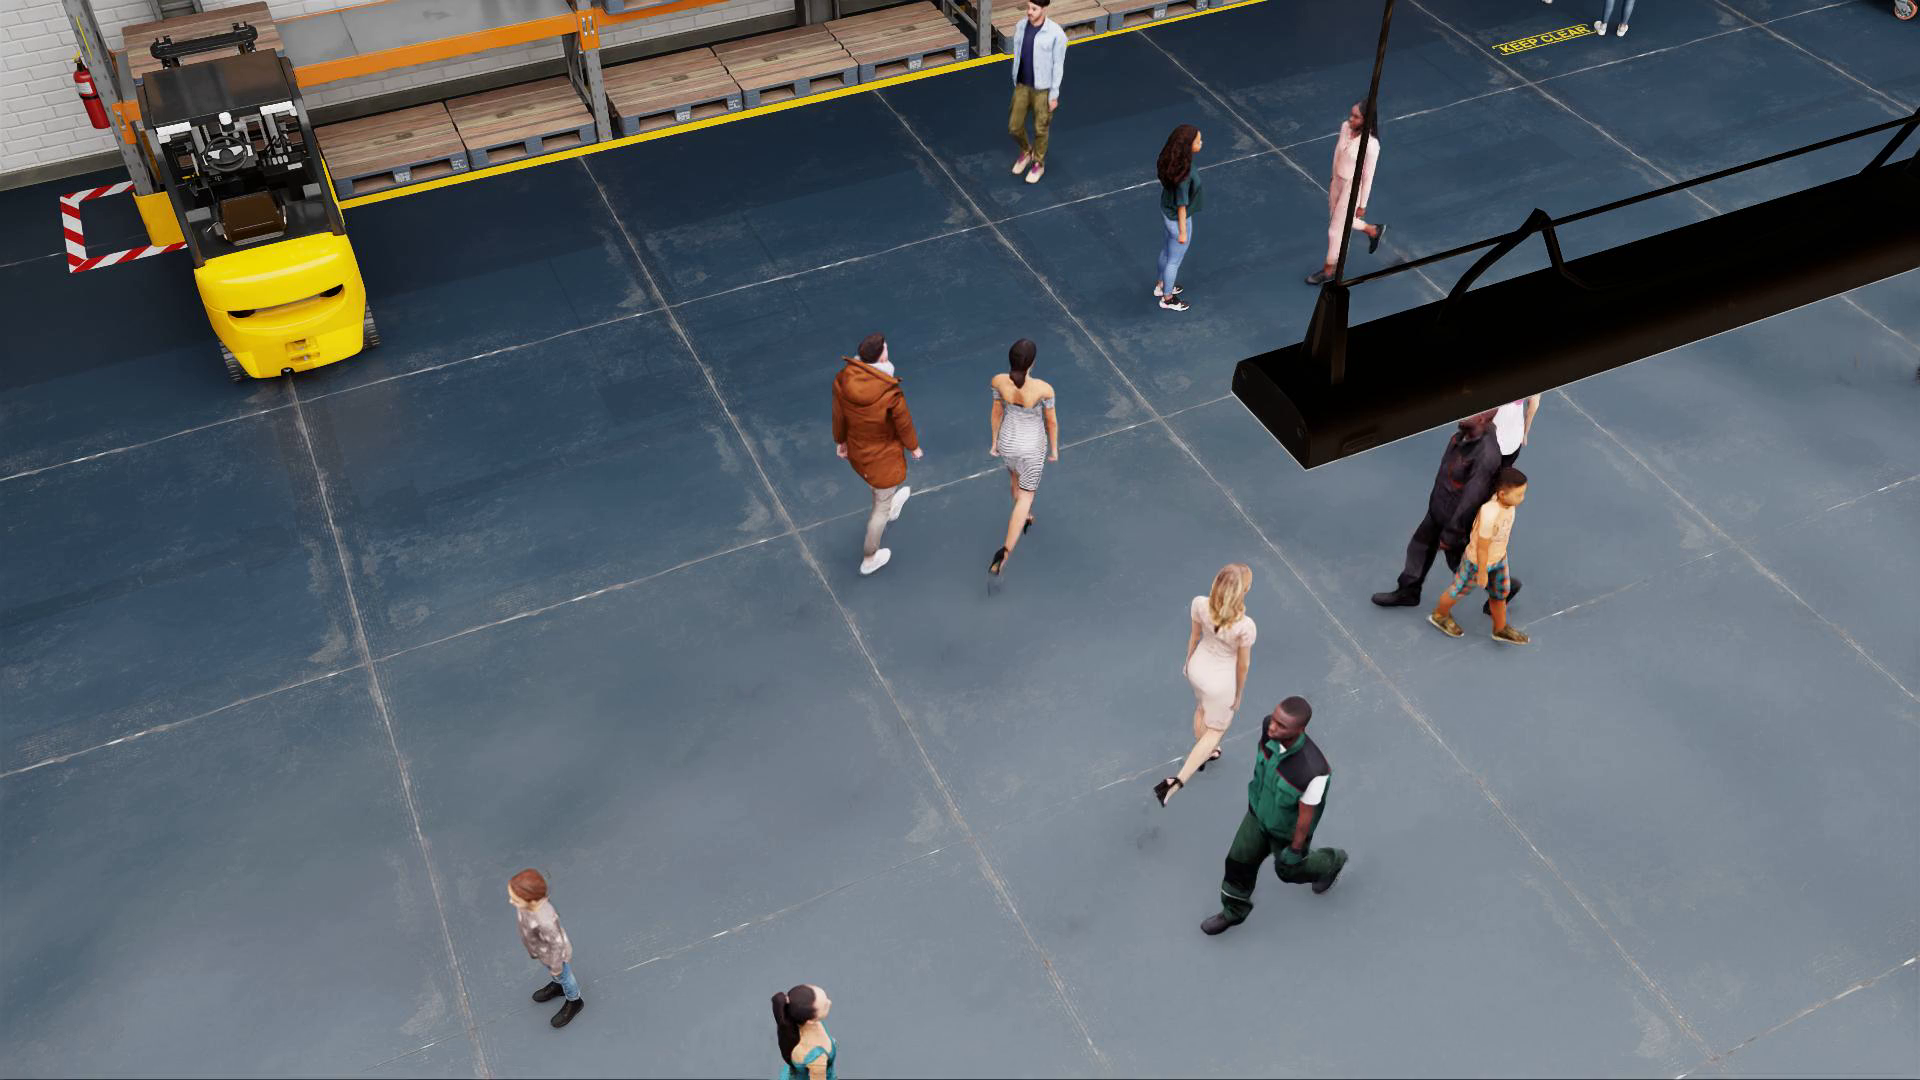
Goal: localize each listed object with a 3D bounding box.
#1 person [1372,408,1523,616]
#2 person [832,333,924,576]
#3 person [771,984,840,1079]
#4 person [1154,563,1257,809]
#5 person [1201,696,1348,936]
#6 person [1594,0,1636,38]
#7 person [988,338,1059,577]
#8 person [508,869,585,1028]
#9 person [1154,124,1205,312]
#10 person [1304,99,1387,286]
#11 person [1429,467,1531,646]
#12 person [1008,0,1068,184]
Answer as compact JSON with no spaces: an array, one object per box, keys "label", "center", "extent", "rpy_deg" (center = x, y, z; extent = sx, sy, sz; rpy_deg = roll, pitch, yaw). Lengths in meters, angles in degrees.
[{"label":"person","center":[3.327,-0.188,10.720],"extent":[1.271,1.806,0.963],"rpy_deg":[-4,44,-4]},{"label":"person","center":[-0.605,-0.521,11.075],"extent":[1.008,1.799,1.166],"rpy_deg":[28,50,26]},{"label":"person","center":[-0.776,2.622,7.873],"extent":[0.855,1.666,0.578],"rpy_deg":[-21,47,-21]},{"label":"person","center":[1.414,0.868,9.609],"extent":[0.831,1.811,1.057],"rpy_deg":[30,51,28]},{"label":"person","center":[1.813,1.474,8.975],"extent":[1.173,1.808,0.738],"rpy_deg":[-22,48,-22]},{"label":"person","center":[6.810,-5.915,16.854],"extent":[0.677,1.638,0.764],"rpy_deg":[8,44,9]},{"label":"person","center":[0.380,-0.533,11.094],"extent":[1.054,1.791,1.130],"rpy_deg":[15,46,16]},{"label":"person","center":[-2.169,2.118,8.744],"extent":[0.509,1.194,0.524],"rpy_deg":[-27,50,-26]},{"label":"person","center":[1.749,-2.609,13.399],"extent":[0.695,1.616,0.678],"rpy_deg":[-4,44,-4]},{"label":"person","center":[3.253,-2.852,13.593],"extent":[0.977,1.701,0.639],"rpy_deg":[-15,46,-15]},{"label":"person","center":[3.315,0.069,10.716],"extent":[0.832,1.441,0.889],"rpy_deg":[31,51,28]},{"label":"person","center":[0.720,-4.050,14.778],"extent":[0.799,1.800,0.822],"rpy_deg":[23,48,22]}]
